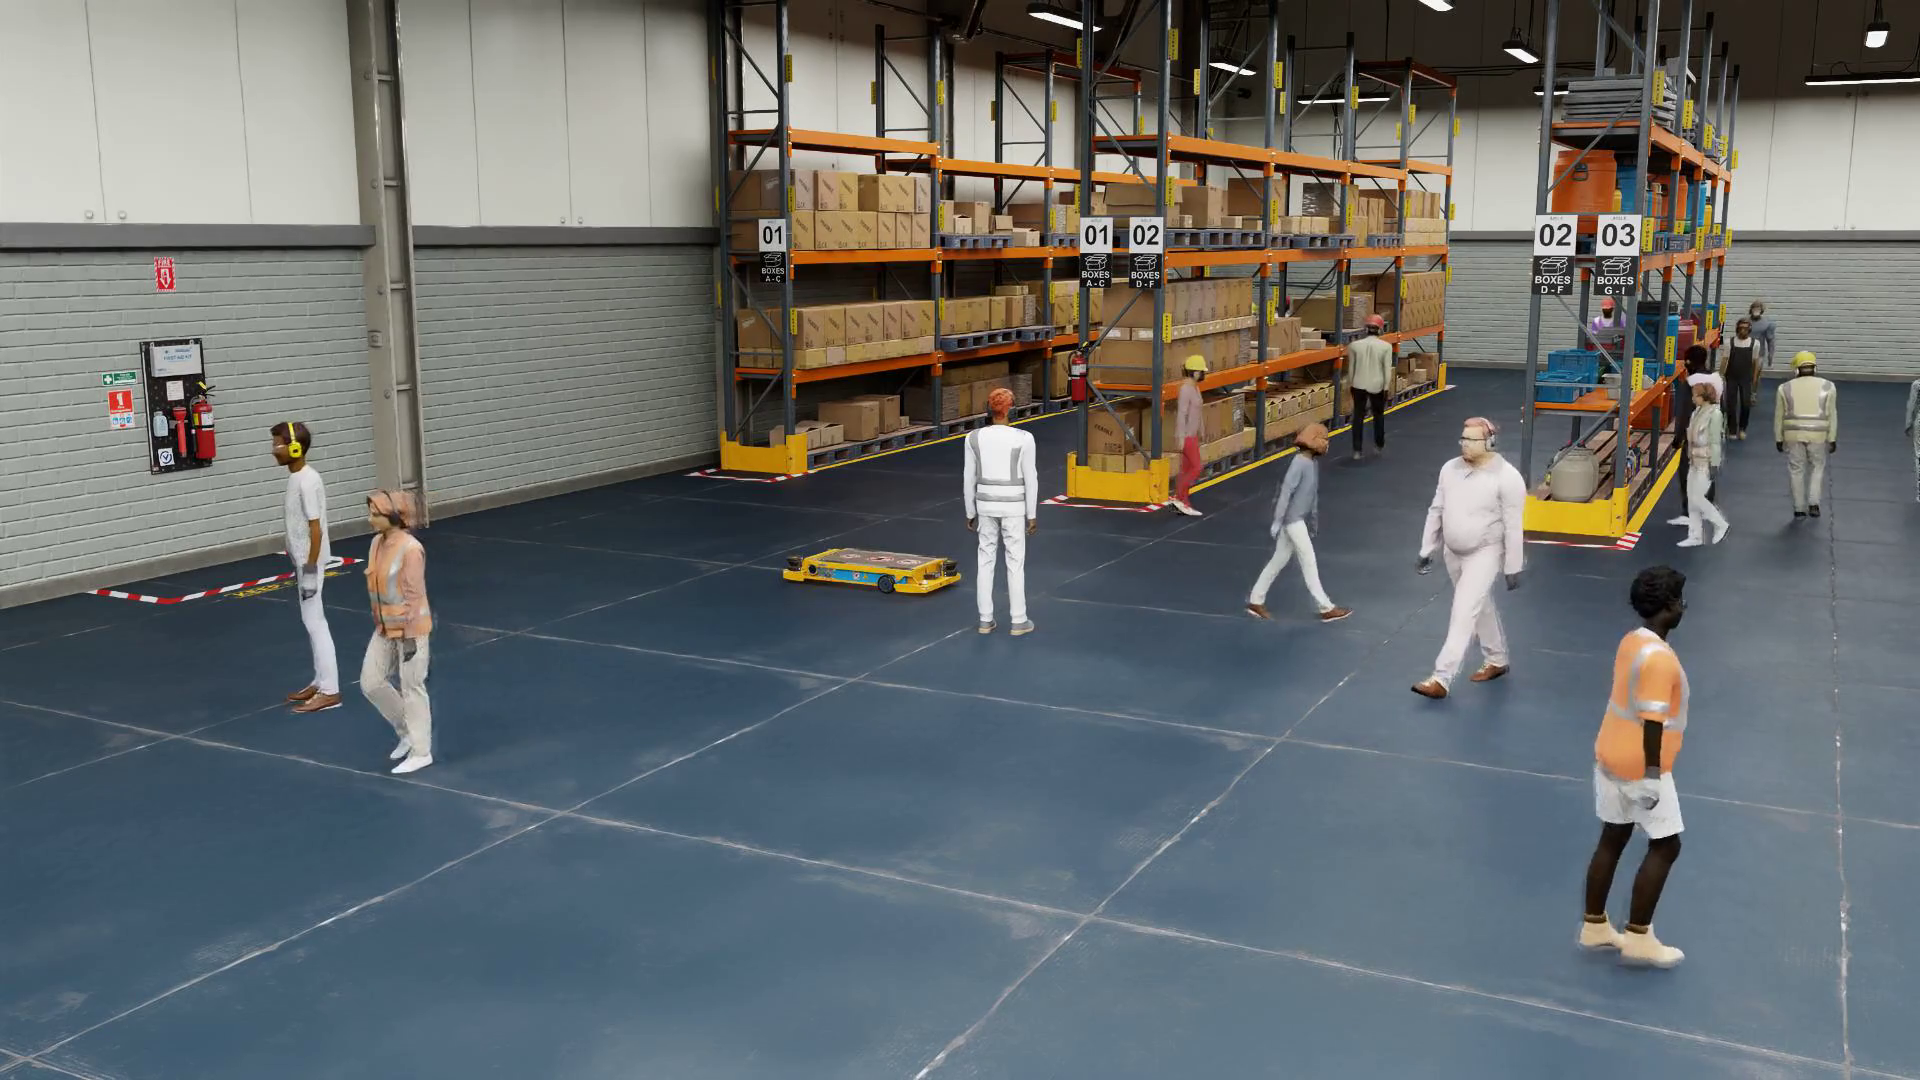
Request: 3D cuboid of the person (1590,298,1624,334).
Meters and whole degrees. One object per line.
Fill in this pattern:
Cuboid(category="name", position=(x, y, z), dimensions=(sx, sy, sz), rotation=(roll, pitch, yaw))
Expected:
Cuboid(category="person", position=(11.621, -3.394, 29.994), dimensions=(0.559, 1.889, 0.976), rotation=(6, 12, 30))

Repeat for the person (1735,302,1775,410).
Cuboid(category="person", position=(13.945, -3.243, 29.224), dimensions=(0.648, 1.891, 1.028), rotation=(5, 12, 25))

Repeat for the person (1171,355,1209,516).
Cuboid(category="person", position=(2.508, -1.114, 17.925), dimensions=(0.365, 1.750, 0.552), rotation=(4, 11, 23))

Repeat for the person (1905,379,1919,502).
Cuboid(category="person", position=(11.173, -1.318, 19.162), dimensions=(0.508, 1.701, 0.848), rotation=(5, 11, 24))

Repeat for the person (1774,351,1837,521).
Cuboid(category="person", position=(9.052, -1.119, 17.830), dimensions=(0.607, 1.800, 0.596), rotation=(5, 12, 26))

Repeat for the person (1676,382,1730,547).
Cuboid(category="person", position=(7.224, -0.723, 16.152), dimensions=(0.398, 1.625, 0.525), rotation=(0, 10, -1))

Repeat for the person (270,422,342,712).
Cuboid(category="person", position=(-4.192, 0.169, 10.649), dimensions=(0.310, 1.864, 0.533), rotation=(-5, 12, -26))

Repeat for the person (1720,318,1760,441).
Cuboid(category="person", position=(11.475, -2.357, 24.528), dimensions=(0.518, 1.828, 0.499), rotation=(5, 12, 26))

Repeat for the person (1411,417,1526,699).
Cuboid(category="person", position=(3.386, 0.105, 11.044), dimensions=(1.043, 1.852, 0.641), rotation=(-6, 12, -29))

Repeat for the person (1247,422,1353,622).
Cuboid(category="person", position=(2.662, -0.134, 13.073), dimensions=(0.850, 1.571, 0.553), rotation=(4, 11, 23))

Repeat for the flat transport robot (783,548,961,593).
Cuboid(category="flat transport robot", position=(-0.771, 0.253, 14.536), dimensions=(1.431, 0.197, 0.652), rotation=(5, 12, 27))

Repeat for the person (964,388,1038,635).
Cuboid(category="person", position=(0.315, -0.211, 12.670), dimensions=(0.573, 1.883, 0.359), rotation=(4, 11, 19))

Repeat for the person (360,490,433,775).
Cuboid(category="person", position=(-3.167, 0.526, 9.361), dimensions=(0.516, 1.626, 0.370), rotation=(9, 14, 40))

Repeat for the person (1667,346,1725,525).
Cuboid(category="person", position=(7.892, -1.111, 17.611), dimensions=(0.845, 1.883, 0.399), rotation=(-8, 13, -35))

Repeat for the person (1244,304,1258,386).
Cuboid(category="person", position=(5.318, -3.432, 30.514), dimensions=(0.618, 1.779, 0.945), rotation=(4, 11, 20))

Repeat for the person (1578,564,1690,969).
Cuboid(category="person", position=(2.852, 0.935, 6.986), dimensions=(0.448, 1.672, 0.556), rotation=(1, 10, 4))

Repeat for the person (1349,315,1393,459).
Cuboid(category="person", position=(5.634, -2.108, 22.833), dimensions=(0.617, 1.935, 1.043), rotation=(5, 11, 24))

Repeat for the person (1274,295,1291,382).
Cuboid(category="person", position=(5.683, -3.355, 29.507), dimensions=(0.622, 2.008, 1.010), rotation=(5, 12, 28))
